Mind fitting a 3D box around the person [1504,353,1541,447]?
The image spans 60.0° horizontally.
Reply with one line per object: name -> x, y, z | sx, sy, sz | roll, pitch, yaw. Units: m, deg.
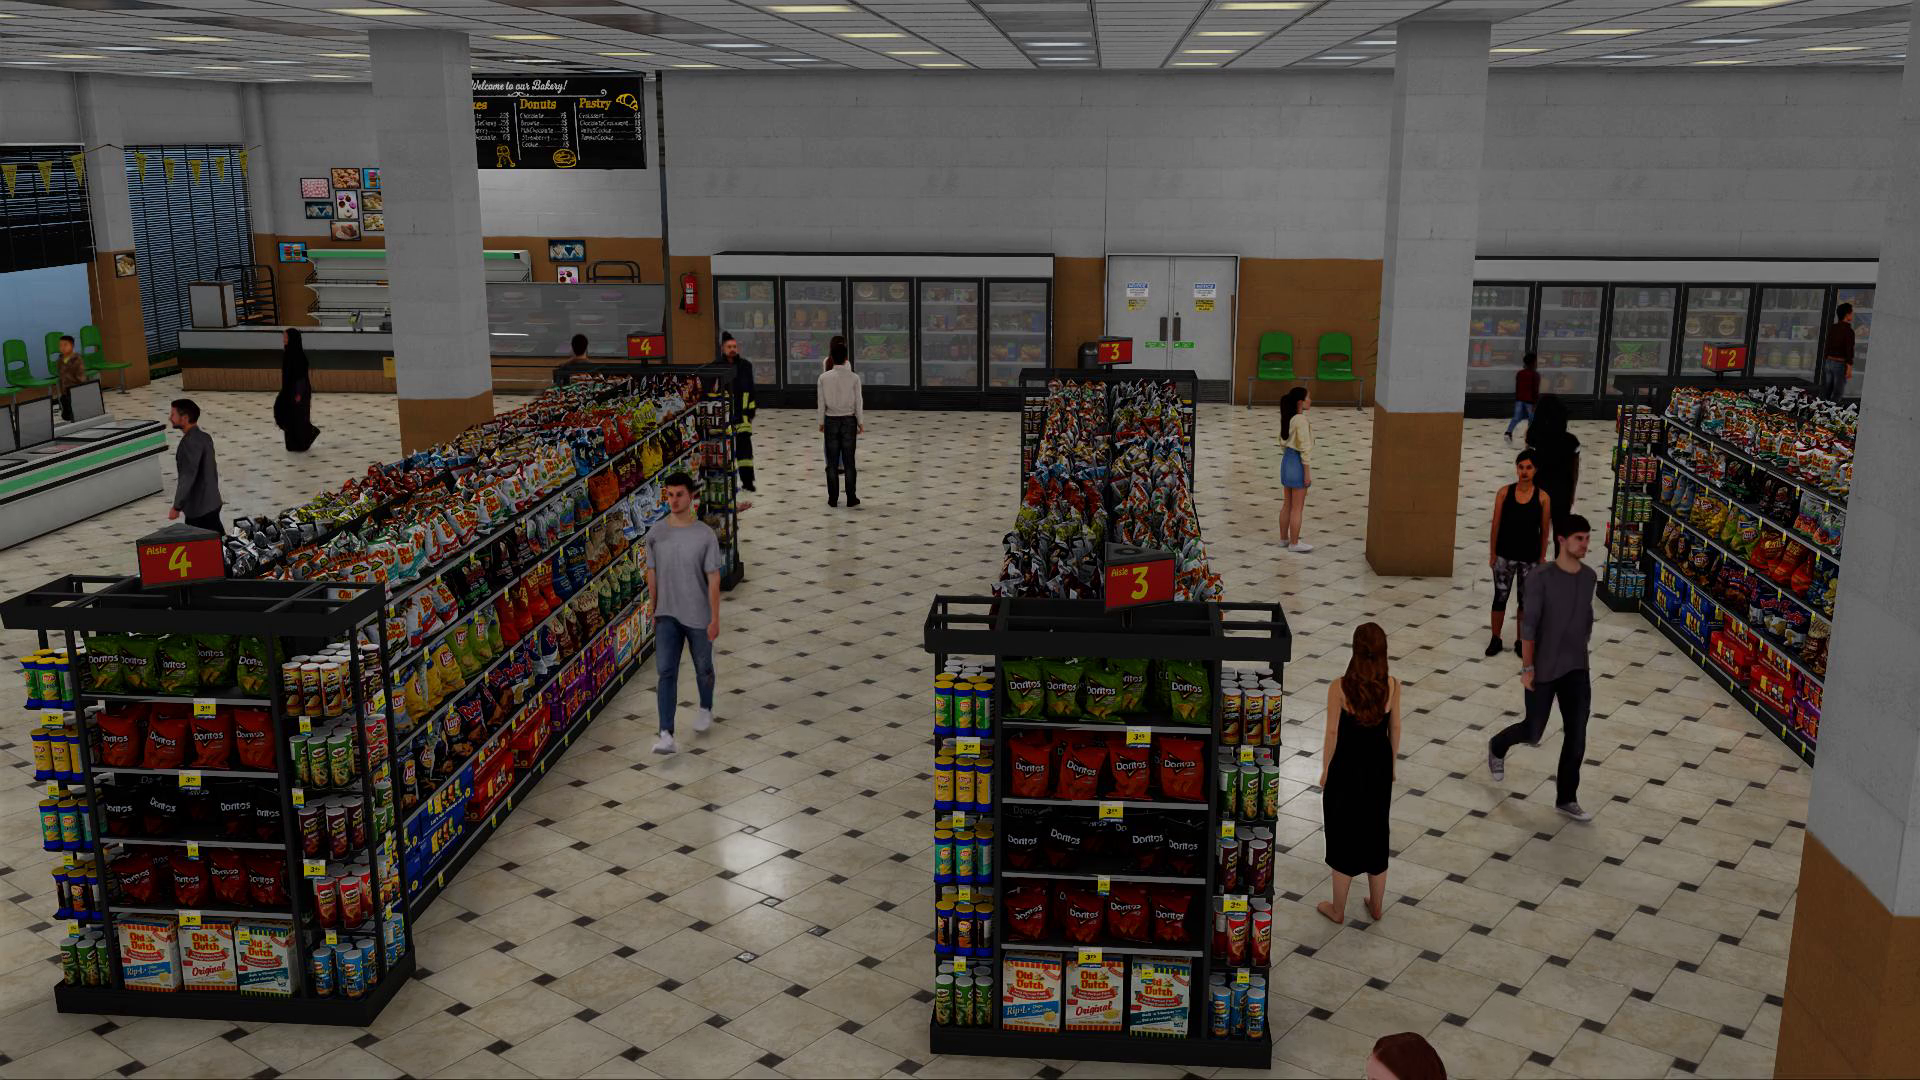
person -> 7.455, -1.842, 22.012 | 0.876, 1.239, 0.798 | -12, 18, -41

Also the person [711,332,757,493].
person -> -2.679, -1.484, 19.253 | 0.964, 1.843, 1.056 | -5, 14, -19

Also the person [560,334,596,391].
person -> -4.289, -1.380, 18.899 | 0.823, 1.807, 1.234 | -1, 14, -4

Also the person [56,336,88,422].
person -> -11.816, -2.002, 22.259 | 0.561, 1.433, 0.894 | 1, 14, 4

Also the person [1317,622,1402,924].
person -> 2.077, 1.206, 8.625 | 0.619, 1.625, 0.638 | -2, 14, -8

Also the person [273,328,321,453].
person -> -8.609, -1.966, 21.736 | 0.914, 1.609, 0.846 | -12, 18, -41

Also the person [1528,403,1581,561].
person -> 5.315, -0.350, 14.854 | 0.671, 1.713, 0.961 | 2, 14, 9

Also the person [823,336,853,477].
person -> -1.493, -1.636, 20.198 | 0.707, 1.692, 0.731 | 10, 17, 36

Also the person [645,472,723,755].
person -> -1.813, 0.476, 11.170 | 0.679, 1.844, 1.129 | 1, 14, 5

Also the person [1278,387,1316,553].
person -> 3.324, -0.708, 16.502 | 0.773, 1.632, 0.631 | -4, 14, -16

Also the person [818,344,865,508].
person -> -1.326, -1.272, 18.444 | 0.661, 1.811, 0.563 | 0, 14, 2

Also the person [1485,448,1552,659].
person -> 4.401, 0.100, 13.111 | 0.630, 1.658, 0.593 | 5, 15, 20

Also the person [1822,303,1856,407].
person -> 12.254, -2.419, 23.241 | 0.754, 1.781, 0.545 | -2, 14, -10

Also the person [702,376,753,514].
person -> -2.765, -0.946, 17.619 | 1.093, 1.567, 1.059 | -11, 18, -39

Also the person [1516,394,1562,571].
person -> 5.199, -0.429, 15.070 | 0.922, 1.764, 0.871 | -10, 17, -35

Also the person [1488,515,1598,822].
person -> 3.559, 0.746, 10.092 | 0.902, 1.828, 1.128 | -4, 14, -16

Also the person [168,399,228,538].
person -> -6.417, -0.265, 14.292 | 1.106, 1.813, 1.249 | -5, 15, -20
